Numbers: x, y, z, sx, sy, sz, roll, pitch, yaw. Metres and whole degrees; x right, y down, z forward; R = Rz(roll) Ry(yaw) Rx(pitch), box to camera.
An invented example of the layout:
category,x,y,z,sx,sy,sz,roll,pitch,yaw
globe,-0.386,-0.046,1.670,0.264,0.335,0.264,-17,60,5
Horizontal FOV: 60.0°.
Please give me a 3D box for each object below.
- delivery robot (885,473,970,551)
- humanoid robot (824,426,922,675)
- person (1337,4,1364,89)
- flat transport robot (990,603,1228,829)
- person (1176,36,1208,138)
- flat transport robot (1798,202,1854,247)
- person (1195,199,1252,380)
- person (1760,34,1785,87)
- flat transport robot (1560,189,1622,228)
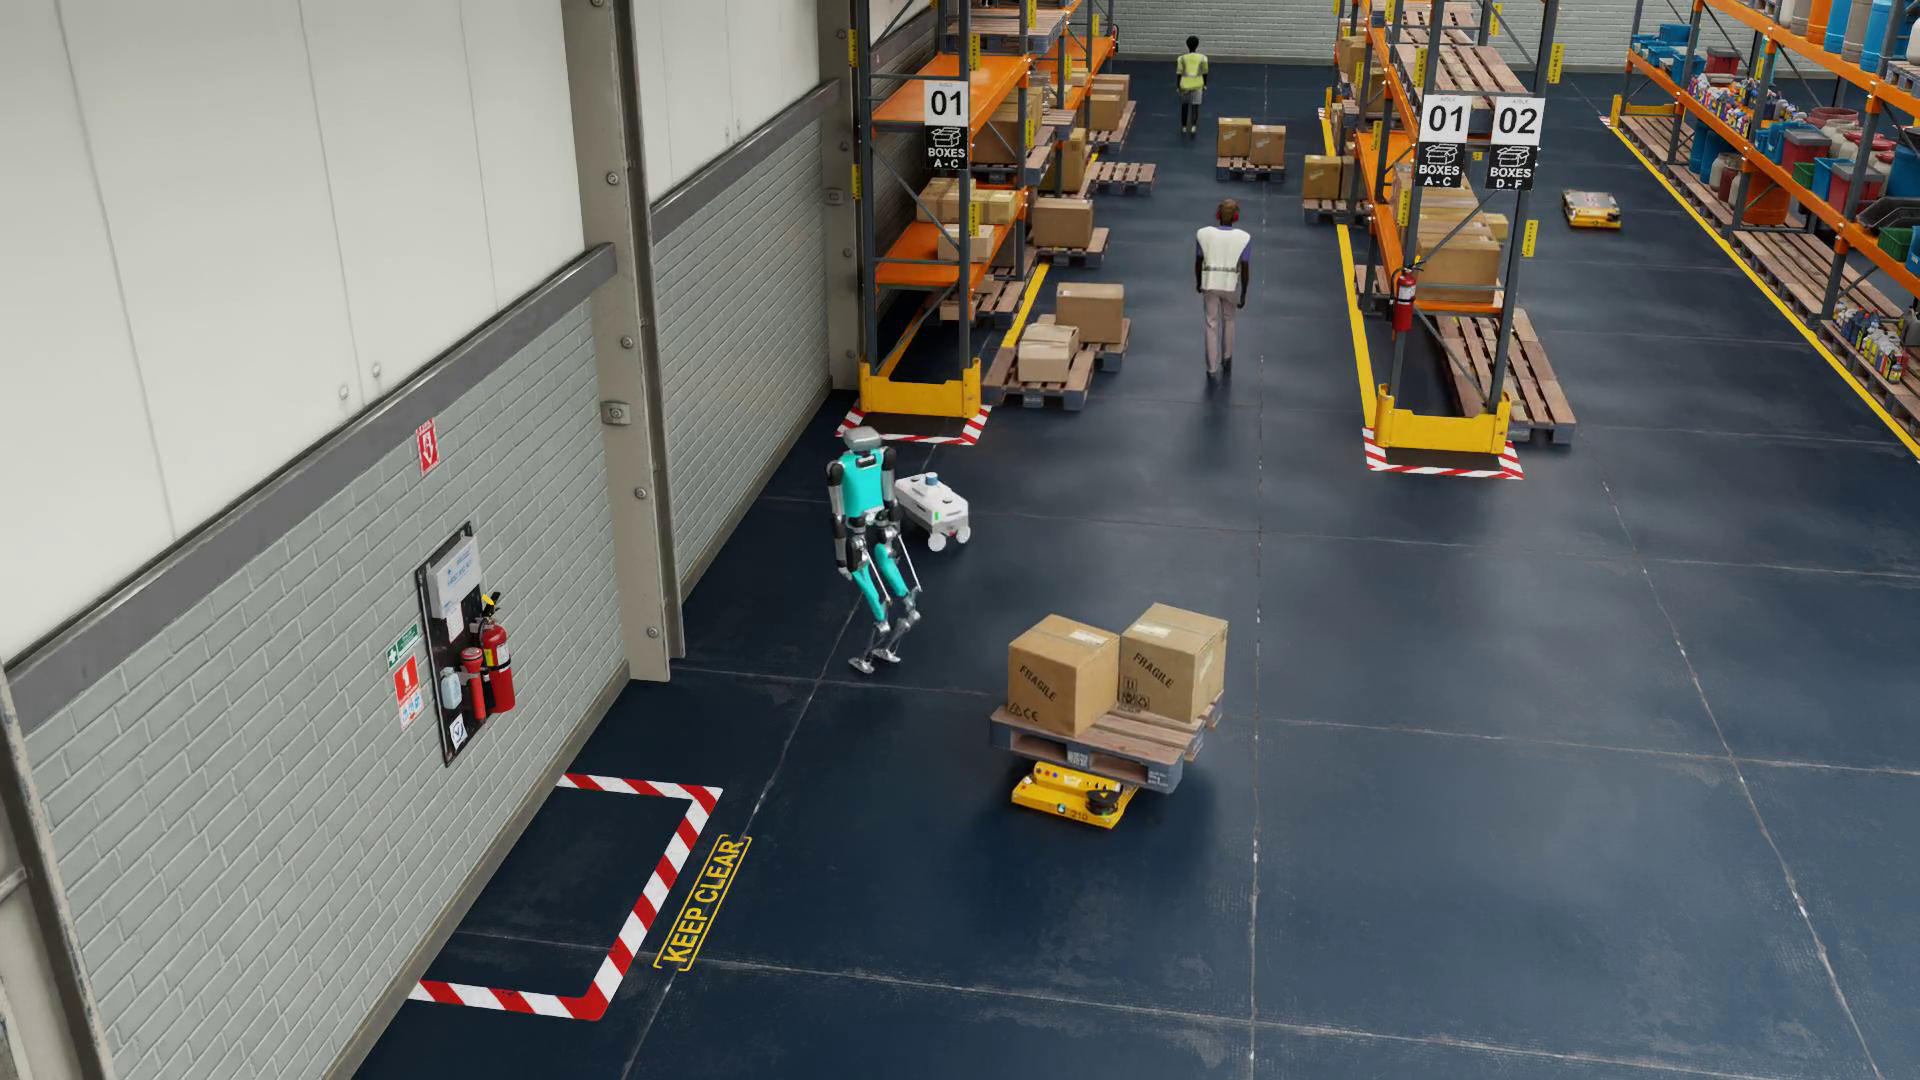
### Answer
category,x,y,z,sx,sy,sz,roll,pitch,yaw
delivery robot,-0.244,-0.264,13.608,0.516,0.614,0.785,-14,29,-28
humanoid robot,-0.535,0.124,11.297,0.540,1.748,0.688,-17,30,-32
person,7.792,-9.613,32.075,0.855,1.833,0.515,12,28,24
flat transport robot,0.915,1.317,10.539,0.659,0.231,1.431,12,27,23
person,3.908,-7.658,28.094,0.528,1.665,0.803,4,25,8
flat transport robot,11.967,-4.161,22.264,0.659,0.231,1.431,4,25,9
person,2.697,-2.625,17.169,0.563,1.801,0.898,4,25,9
person,15.891,-9.773,32.507,0.325,1.765,0.527,-15,29,-29
flat transport robot,8.825,-4.641,23.290,0.659,0.231,1.431,6,26,12
